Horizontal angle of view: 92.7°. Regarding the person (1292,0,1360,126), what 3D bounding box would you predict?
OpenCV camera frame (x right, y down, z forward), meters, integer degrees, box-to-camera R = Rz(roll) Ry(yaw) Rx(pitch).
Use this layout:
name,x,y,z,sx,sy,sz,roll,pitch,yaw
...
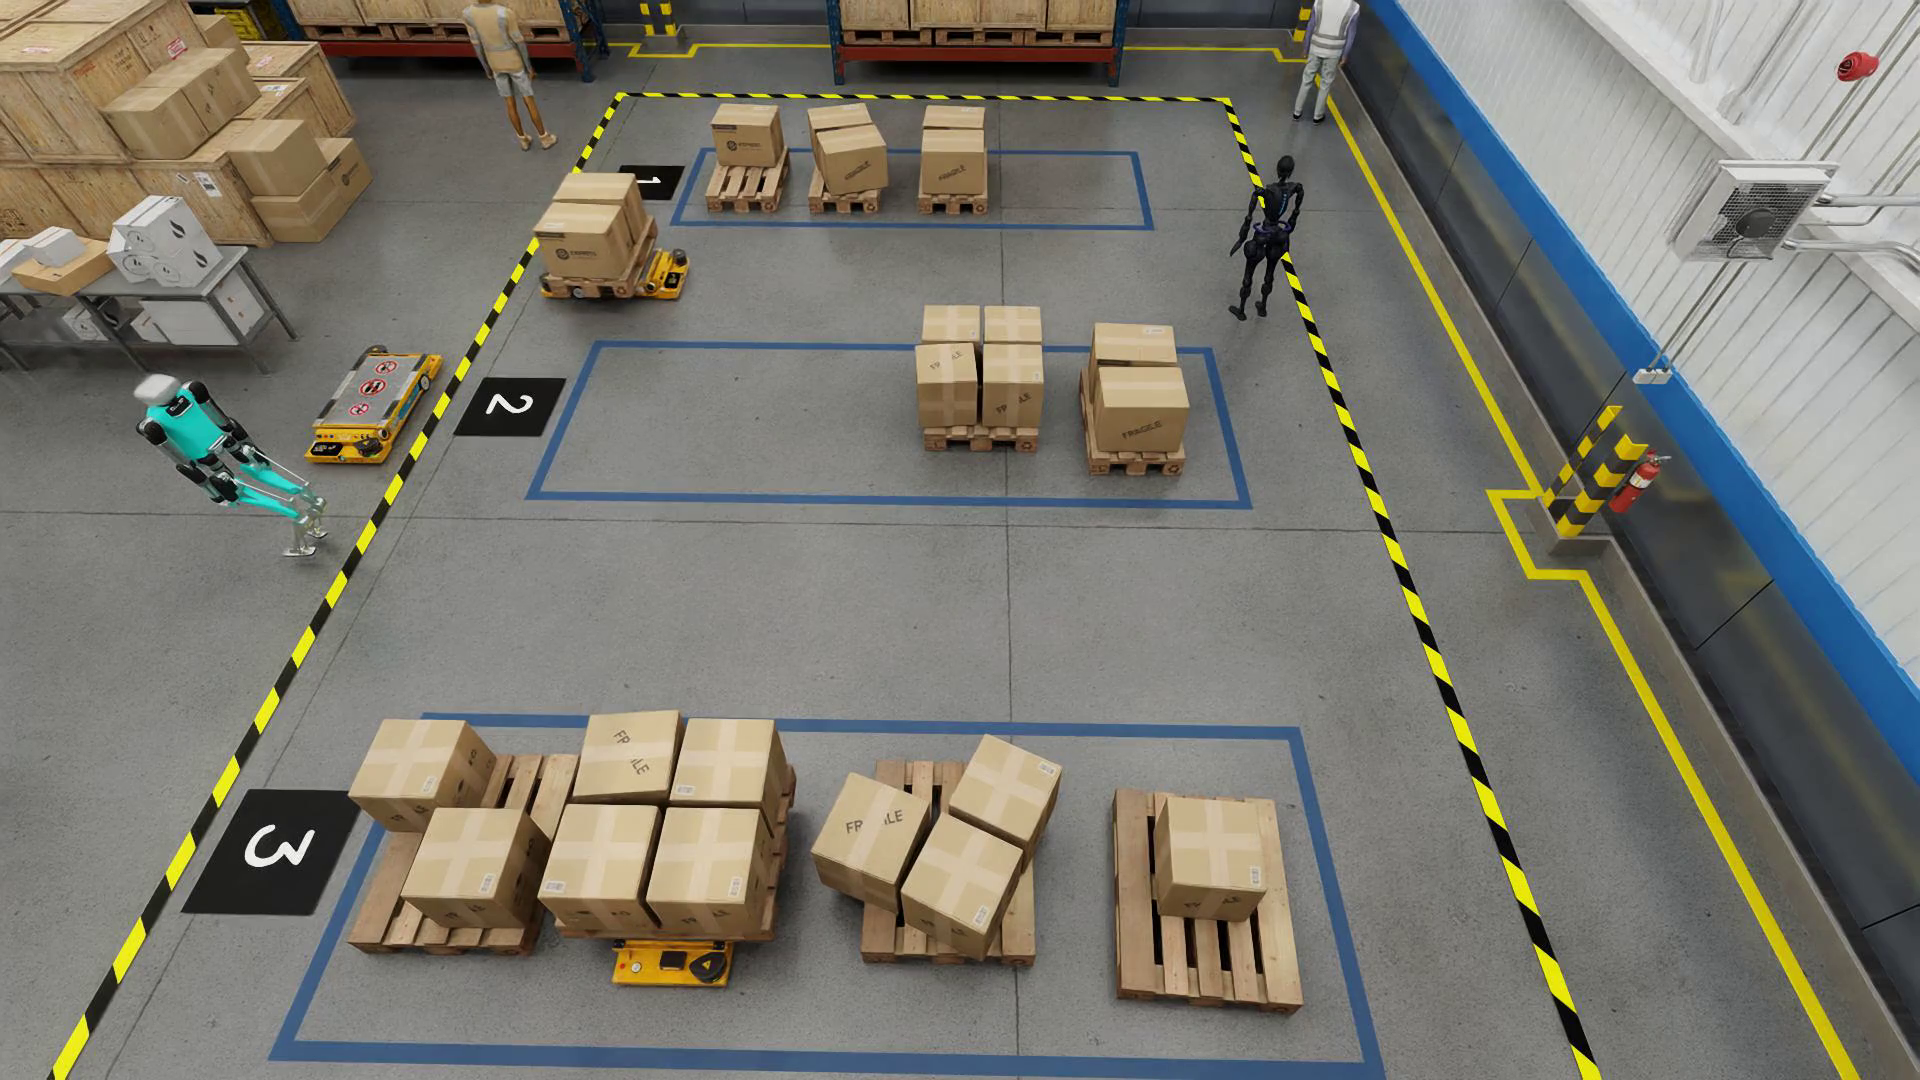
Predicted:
name,x,y,z,sx,sy,sz,roll,pitch,yaw
person,4.640,-6.214,11.599,0.589,1.835,0.404,23,53,18

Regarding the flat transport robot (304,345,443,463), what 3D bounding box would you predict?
name,x,y,z,sx,sy,sz,roll,pitch,yaw
flat transport robot,-5.383,-1.269,8.441,0.659,0.231,1.431,1,50,1

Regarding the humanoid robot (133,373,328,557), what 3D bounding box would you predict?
name,x,y,z,sx,sy,sz,roll,pitch,yaw
humanoid robot,-5.178,-0.487,6.731,0.735,1.674,0.533,8,50,7

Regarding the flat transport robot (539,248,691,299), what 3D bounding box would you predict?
name,x,y,z,sx,sy,sz,roll,pitch,yaw
flat transport robot,-3.667,-2.854,9.763,1.431,0.197,0.652,1,50,1

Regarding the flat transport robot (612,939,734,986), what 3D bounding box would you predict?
name,x,y,z,sx,sy,sz,roll,pitch,yaw
flat transport robot,-1.659,1.971,5.681,0.652,0.197,1.431,1,50,1

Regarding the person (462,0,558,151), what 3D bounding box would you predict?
name,x,y,z,sx,sy,sz,roll,pitch,yaw
person,-5.469,-5.750,11.071,0.607,2.044,0.391,-1,50,-1

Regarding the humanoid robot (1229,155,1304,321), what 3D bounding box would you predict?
name,x,y,z,sx,sy,sz,roll,pitch,yaw
humanoid robot,2.965,-2.916,8.904,0.599,1.653,0.315,-8,50,-7
